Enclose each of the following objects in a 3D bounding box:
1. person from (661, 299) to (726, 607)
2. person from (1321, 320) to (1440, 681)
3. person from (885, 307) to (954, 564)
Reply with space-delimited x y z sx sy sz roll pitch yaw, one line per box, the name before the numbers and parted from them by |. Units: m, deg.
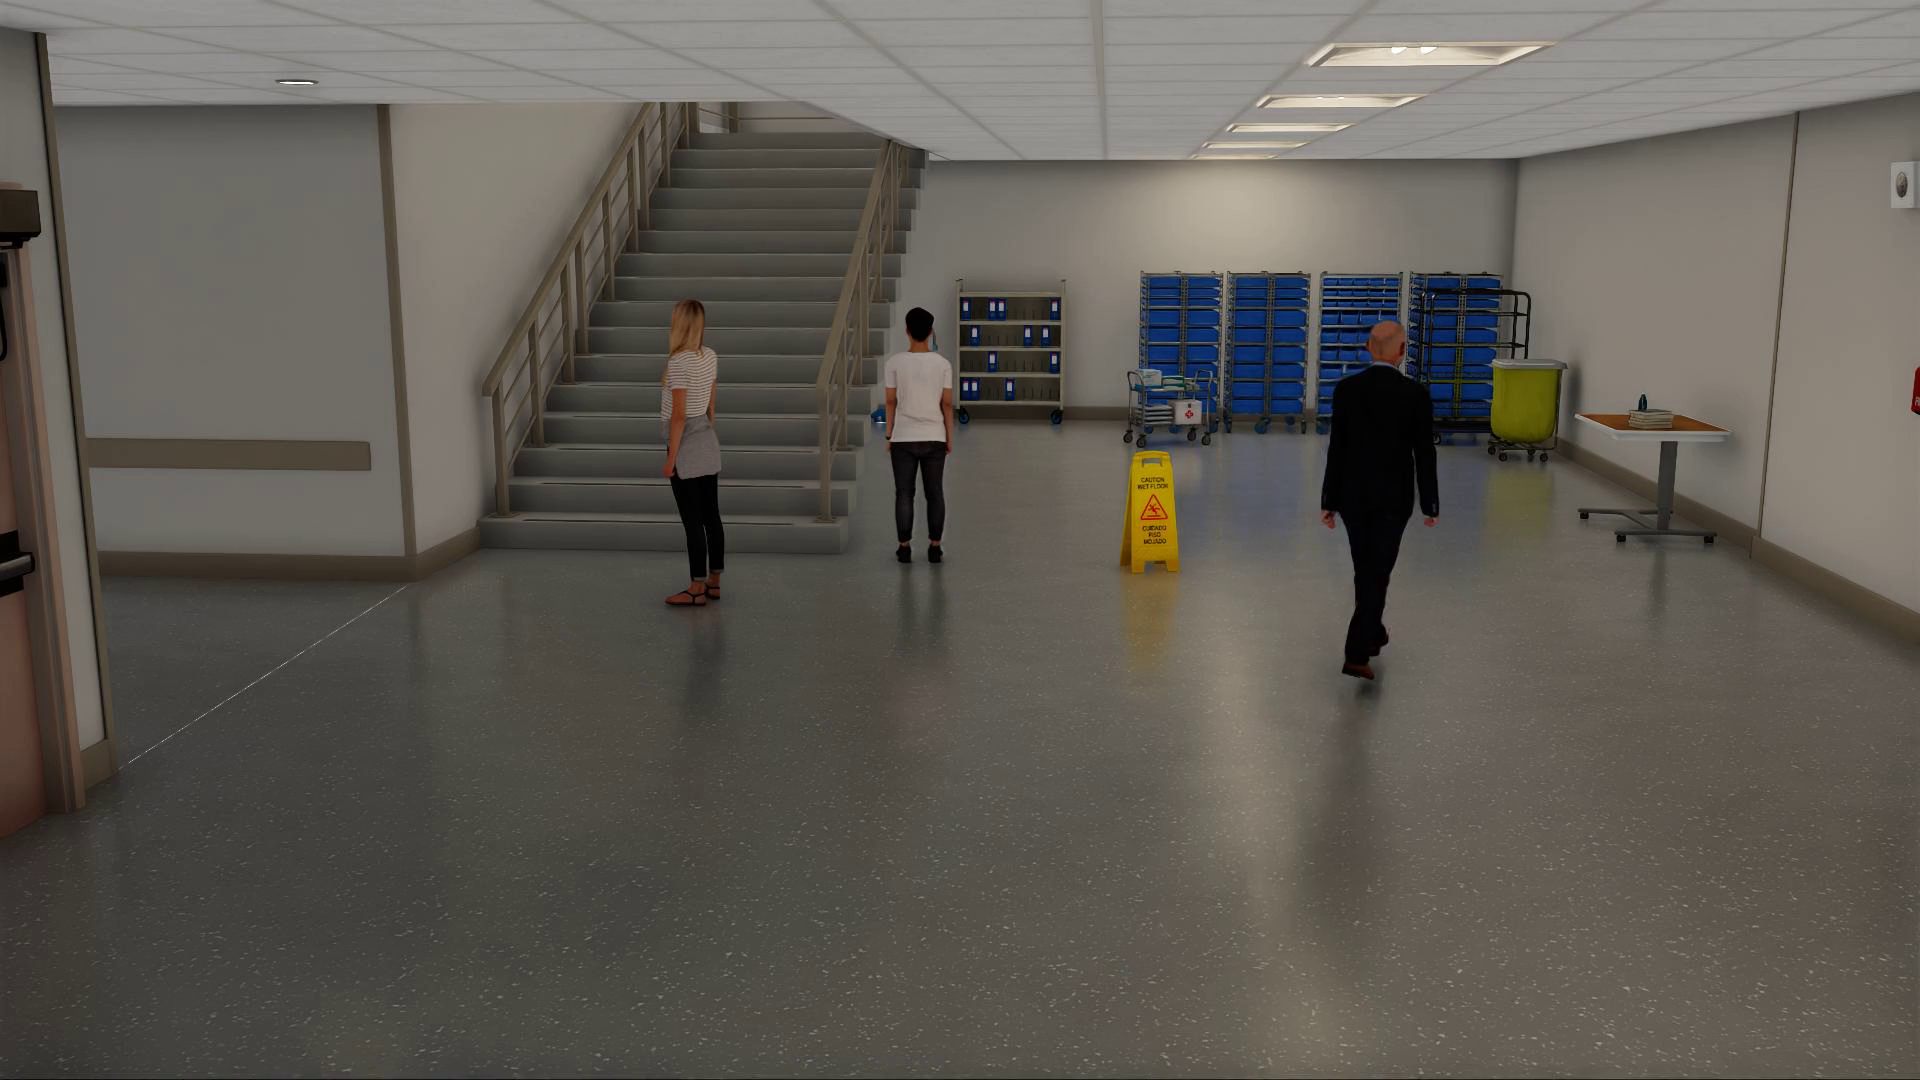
person | -1.589 -0.524 9.974 0.730 1.826 0.578 5 12 23
person | 2.039 -0.163 8.245 1.046 1.761 1.308 7 13 31
person | -0.287 -0.712 11.251 0.652 1.718 0.592 -1 11 -7
